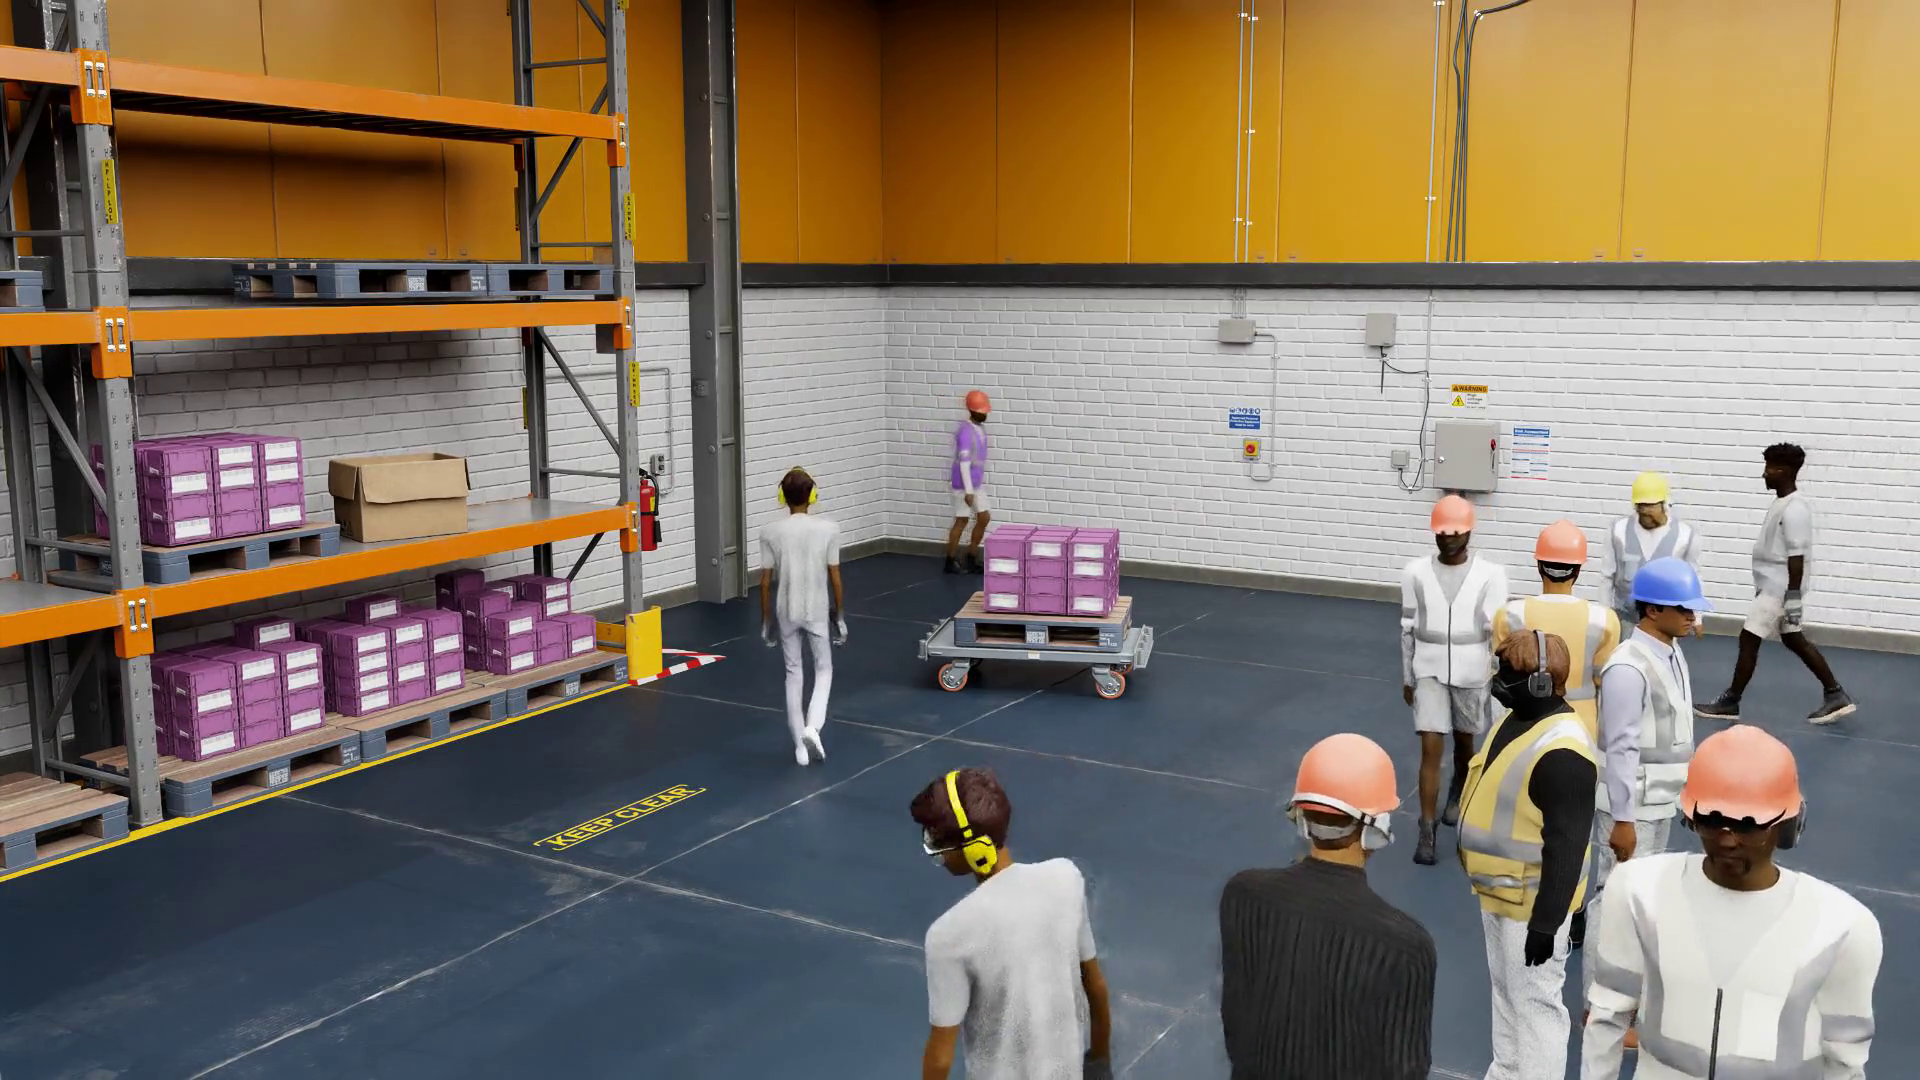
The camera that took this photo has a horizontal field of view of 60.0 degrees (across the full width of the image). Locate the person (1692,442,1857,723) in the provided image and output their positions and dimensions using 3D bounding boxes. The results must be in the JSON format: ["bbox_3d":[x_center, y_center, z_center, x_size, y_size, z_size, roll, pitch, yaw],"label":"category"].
[{"bbox_3d":[5.562,0.293,11.180,0.995,1.925,0.619,4,10,23],"label":"person"}]

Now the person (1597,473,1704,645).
[{"bbox_3d":[4.463,0.434,10.744,0.634,1.785,0.908,5,11,31],"label":"person"}]

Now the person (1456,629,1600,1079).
[{"bbox_3d":[1.917,1.209,5.694,0.429,1.845,0.621,0,9,2],"label":"person"}]

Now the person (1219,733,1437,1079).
[{"bbox_3d":[0.888,1.427,4.076,0.619,1.929,1.044,8,12,41],"label":"person"}]

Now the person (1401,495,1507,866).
[{"bbox_3d":[2.617,0.684,8.831,0.571,1.892,0.976,3,10,20],"label":"person"}]

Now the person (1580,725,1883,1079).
[{"bbox_3d":[1.837,1.396,4.015,0.618,2.014,0.931,7,11,35],"label":"person"}]

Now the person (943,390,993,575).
[{"bbox_3d":[0.080,-0.566,16.604,0.620,1.888,0.558,5,10,27],"label":"person"}]

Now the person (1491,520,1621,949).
[{"bbox_3d":[2.658,0.874,7.484,0.543,1.939,0.355,3,10,17],"label":"person"}]

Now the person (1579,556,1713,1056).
[{"bbox_3d":[2.692,1.020,6.545,0.405,1.945,0.615,7,11,37],"label":"person"}]

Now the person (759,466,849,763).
[{"bbox_3d":[-0.957,0.485,10.187,0.548,1.851,0.479,0,9,-1],"label":"person"}]

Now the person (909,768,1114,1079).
[{"bbox_3d":[0.139,1.458,4.200,0.656,1.834,0.361,-7,11,-36],"label":"person"}]
